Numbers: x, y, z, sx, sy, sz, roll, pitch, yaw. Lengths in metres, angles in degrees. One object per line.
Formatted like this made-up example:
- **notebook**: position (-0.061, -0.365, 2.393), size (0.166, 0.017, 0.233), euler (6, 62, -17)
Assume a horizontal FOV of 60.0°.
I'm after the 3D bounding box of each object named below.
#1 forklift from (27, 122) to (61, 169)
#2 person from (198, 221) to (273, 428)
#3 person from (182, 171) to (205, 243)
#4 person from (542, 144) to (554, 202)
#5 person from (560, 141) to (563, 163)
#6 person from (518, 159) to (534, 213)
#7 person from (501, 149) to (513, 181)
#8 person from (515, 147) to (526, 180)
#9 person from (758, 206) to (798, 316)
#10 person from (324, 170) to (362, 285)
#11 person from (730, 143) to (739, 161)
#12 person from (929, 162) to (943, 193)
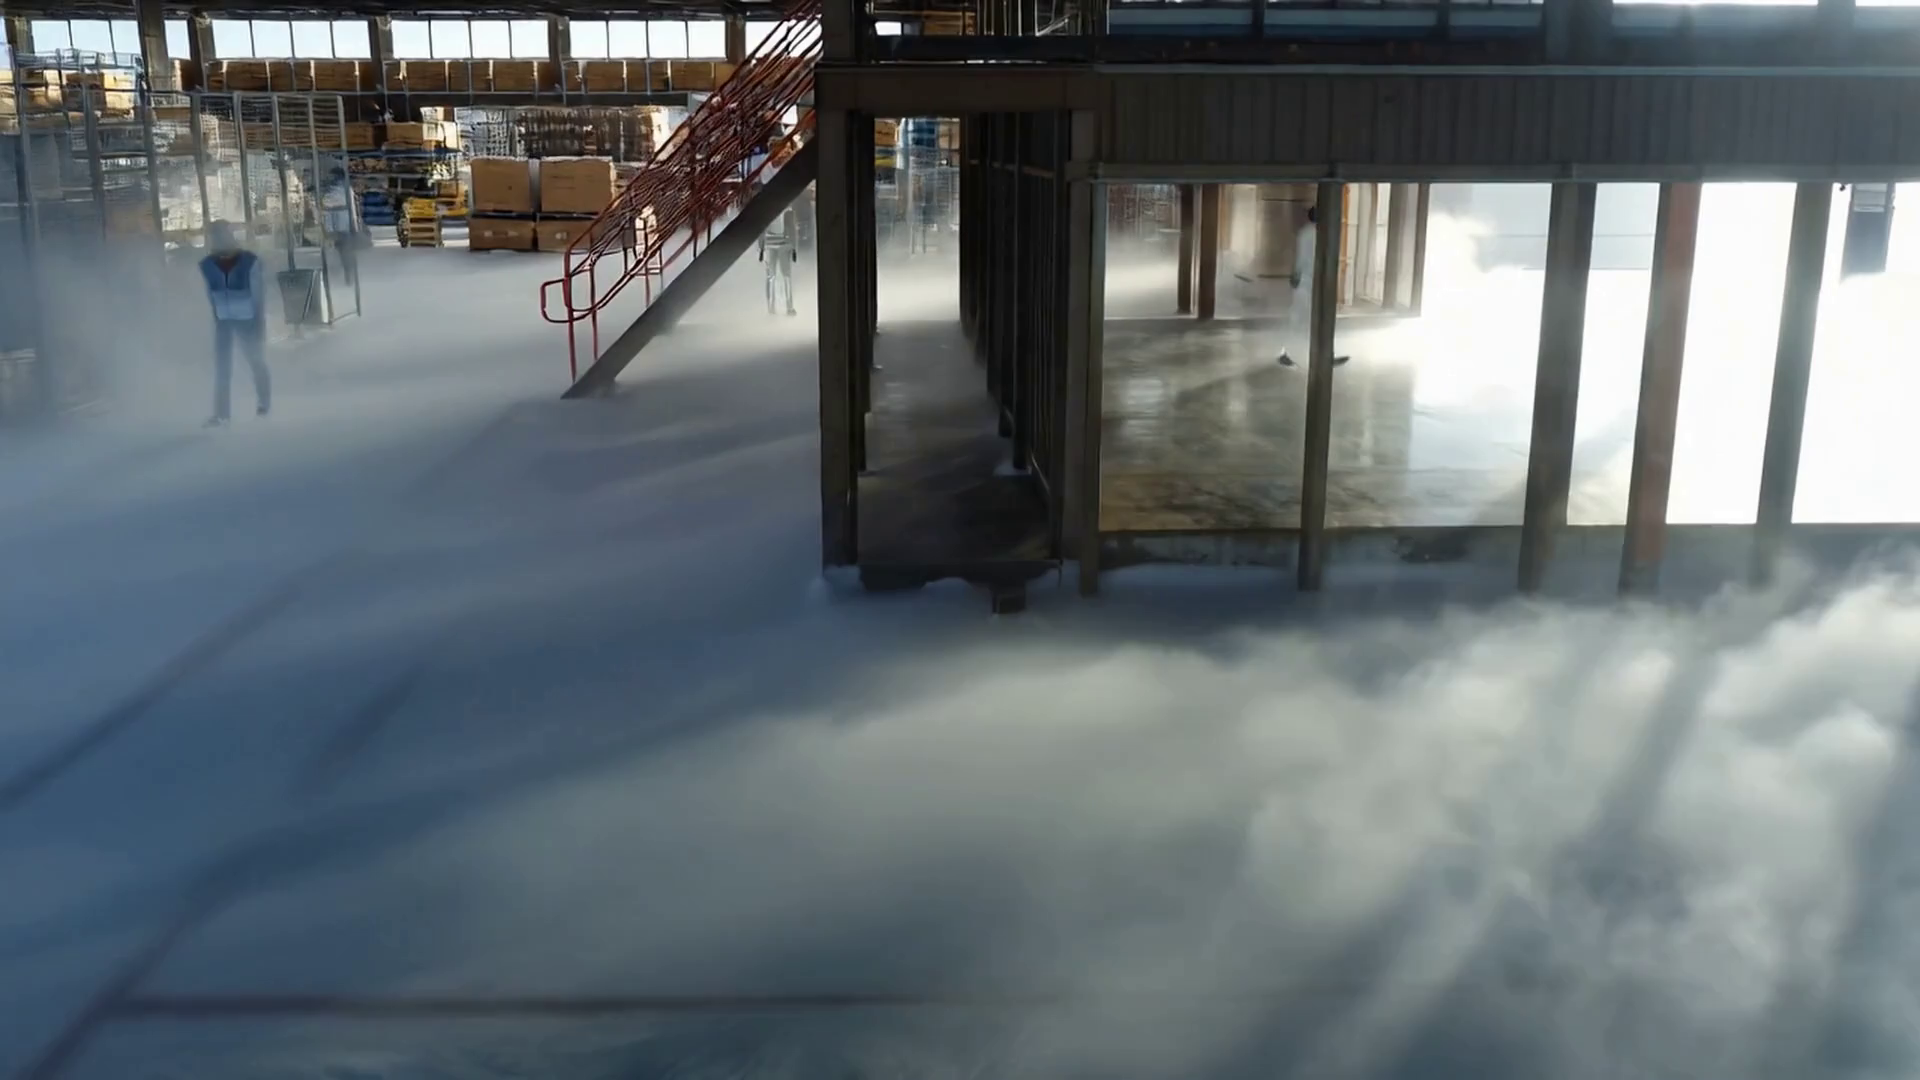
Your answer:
- **forklift**: position (-35.376, -14.773, 64.377), size (1.129, 2.768, 1.873), euler (-1, 14, -2)
- **person**: position (-6.760, -2.039, 15.534), size (0.591, 1.878, 0.994), euler (-1, 14, -6)
- **person**: position (-16.856, -7.242, 36.622), size (0.486, 1.730, 0.383), euler (4, 15, 15)
- **person**: position (-14.245, -12.630, 57.509), size (0.377, 2.045, 0.605), euler (-2, 14, -9)
- **person**: position (-21.761, -20.913, 91.030), size (0.389, 1.838, 0.564), euler (-3, 14, -11)
- **person**: position (-11.946, -9.497, 45.450), size (0.637, 1.809, 0.627), euler (-7, 16, -25)
- **person**: position (-15.546, -12.346, 56.670), size (0.639, 1.908, 0.751), euler (-5, 15, -19)
- **person**: position (-16.321, -13.601, 61.687), size (0.428, 1.891, 0.675), euler (-9, 17, -32)
- **person**: position (-2.636, -4.191, 24.111), size (0.575, 1.882, 0.355), euler (0, 14, 0)
- **person**: position (-10.609, -5.373, 28.667), size (0.622, 1.965, 0.873), euler (-10, 17, -36)
- **person**: position (-11.251, -18.996, 83.421), size (0.462, 1.809, 0.649), euler (12, 18, 40)
- **person**: position (-0.904, -14.799, 66.794), size (0.551, 1.725, 0.852), euler (-10, 17, -34)
